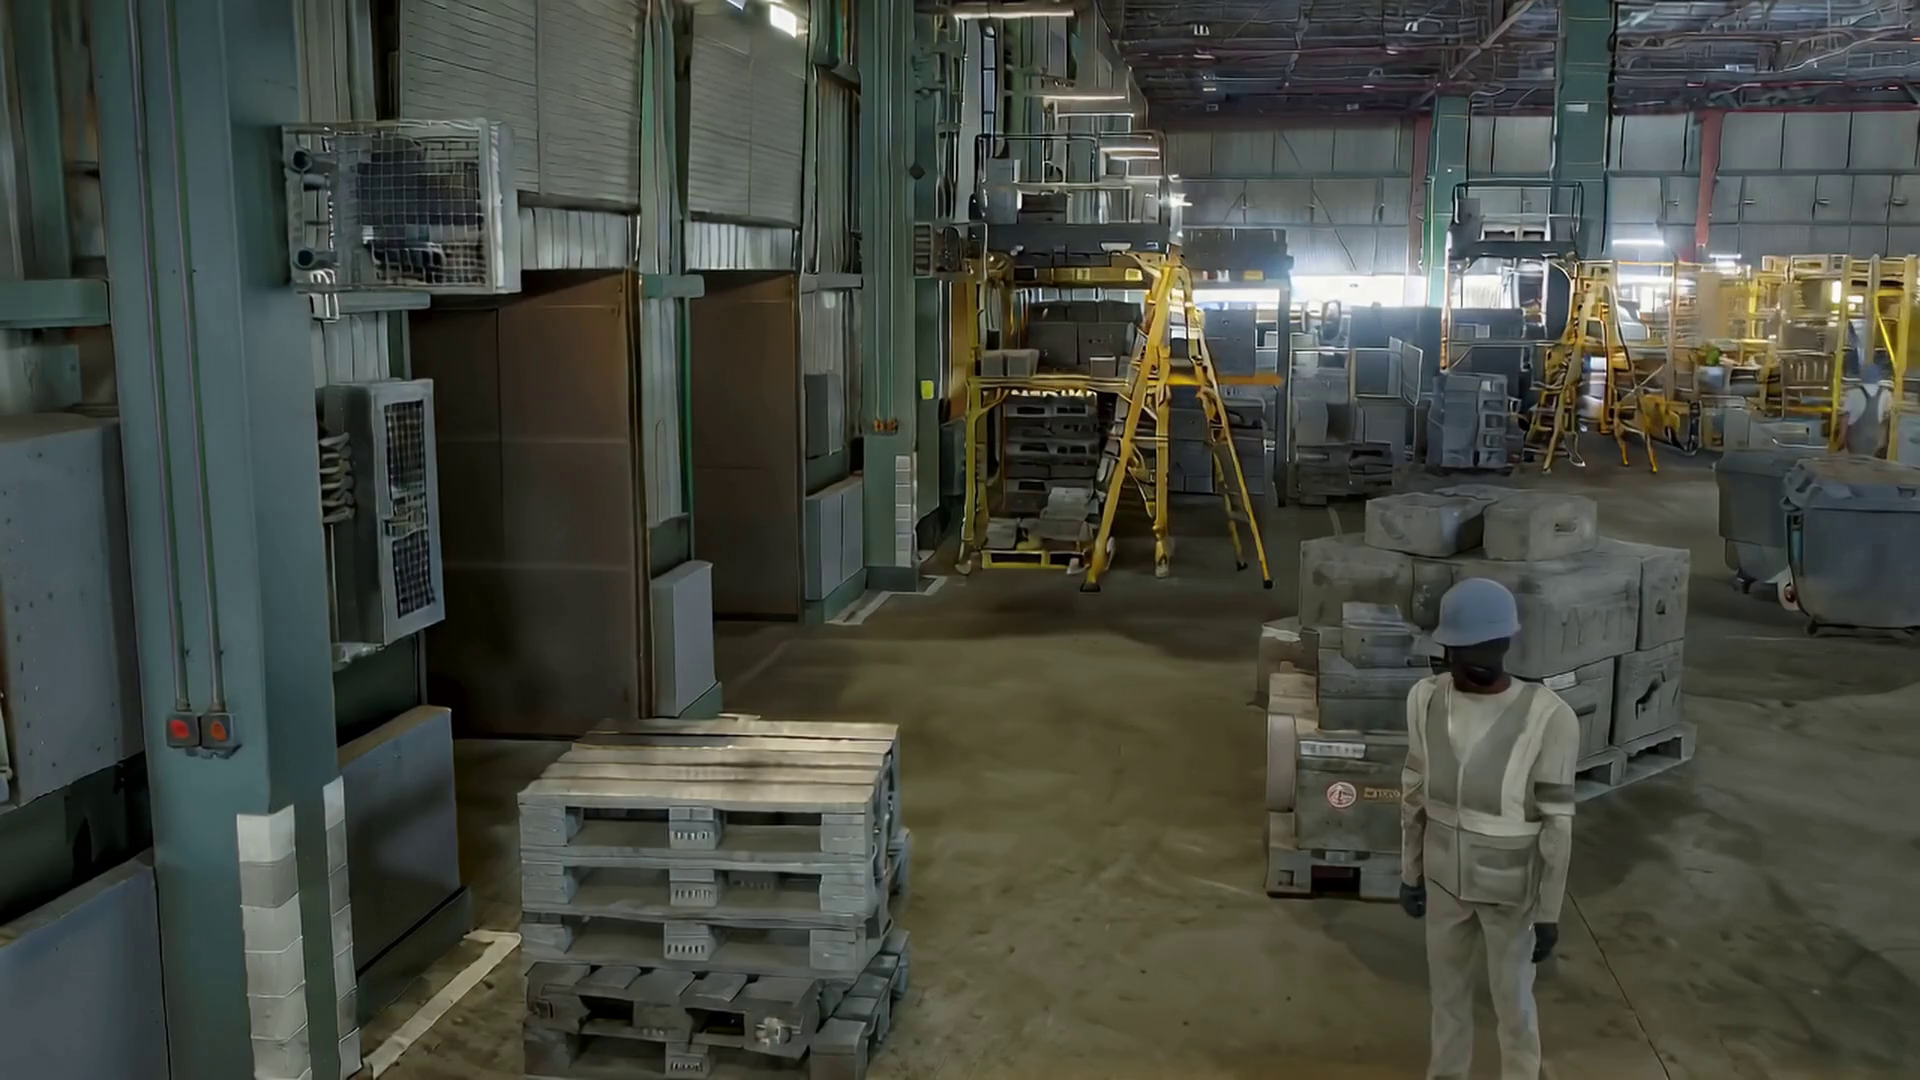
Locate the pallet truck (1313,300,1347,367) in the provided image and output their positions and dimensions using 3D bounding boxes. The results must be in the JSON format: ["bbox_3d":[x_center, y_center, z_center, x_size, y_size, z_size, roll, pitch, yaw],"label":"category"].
[{"bbox_3d":[11.159,-6.200,49.718,0.823,1.965,1.885,4,10,26],"label":"pallet truck"}]

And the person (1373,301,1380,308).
[{"bbox_3d":[13.151,-6.610,52.599,0.584,1.882,0.344,-9,13,-43],"label":"person"}]

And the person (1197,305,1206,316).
[{"bbox_3d":[6.422,-5.323,44.536,0.543,1.929,0.387,-9,13,-43],"label":"person"}]

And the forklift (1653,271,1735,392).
[{"bbox_3d":[17.353,-4.868,38.786,1.873,2.768,1.129,1,9,9],"label":"forklift"}]

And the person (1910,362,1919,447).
[{"bbox_3d":[15.657,-2.362,26.861,0.485,1.738,0.321,-5,10,-26],"label":"person"}]

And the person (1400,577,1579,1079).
[{"bbox_3d":[1.614,1.058,5.211,0.400,1.918,0.589,-8,12,-41],"label":"person"}]

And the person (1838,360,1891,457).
[{"bbox_3d":[10.336,-1.144,19.055,0.535,1.827,0.405,1,9,7],"label":"person"}]

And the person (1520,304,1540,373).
[{"bbox_3d":[15.885,-5.627,46.365,0.636,1.938,0.354,-1,9,-6],"label":"person"}]

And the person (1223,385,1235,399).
[{"bbox_3d":[5.675,-3.605,34.847,0.313,1.633,0.522,-2,9,-14],"label":"person"}]
